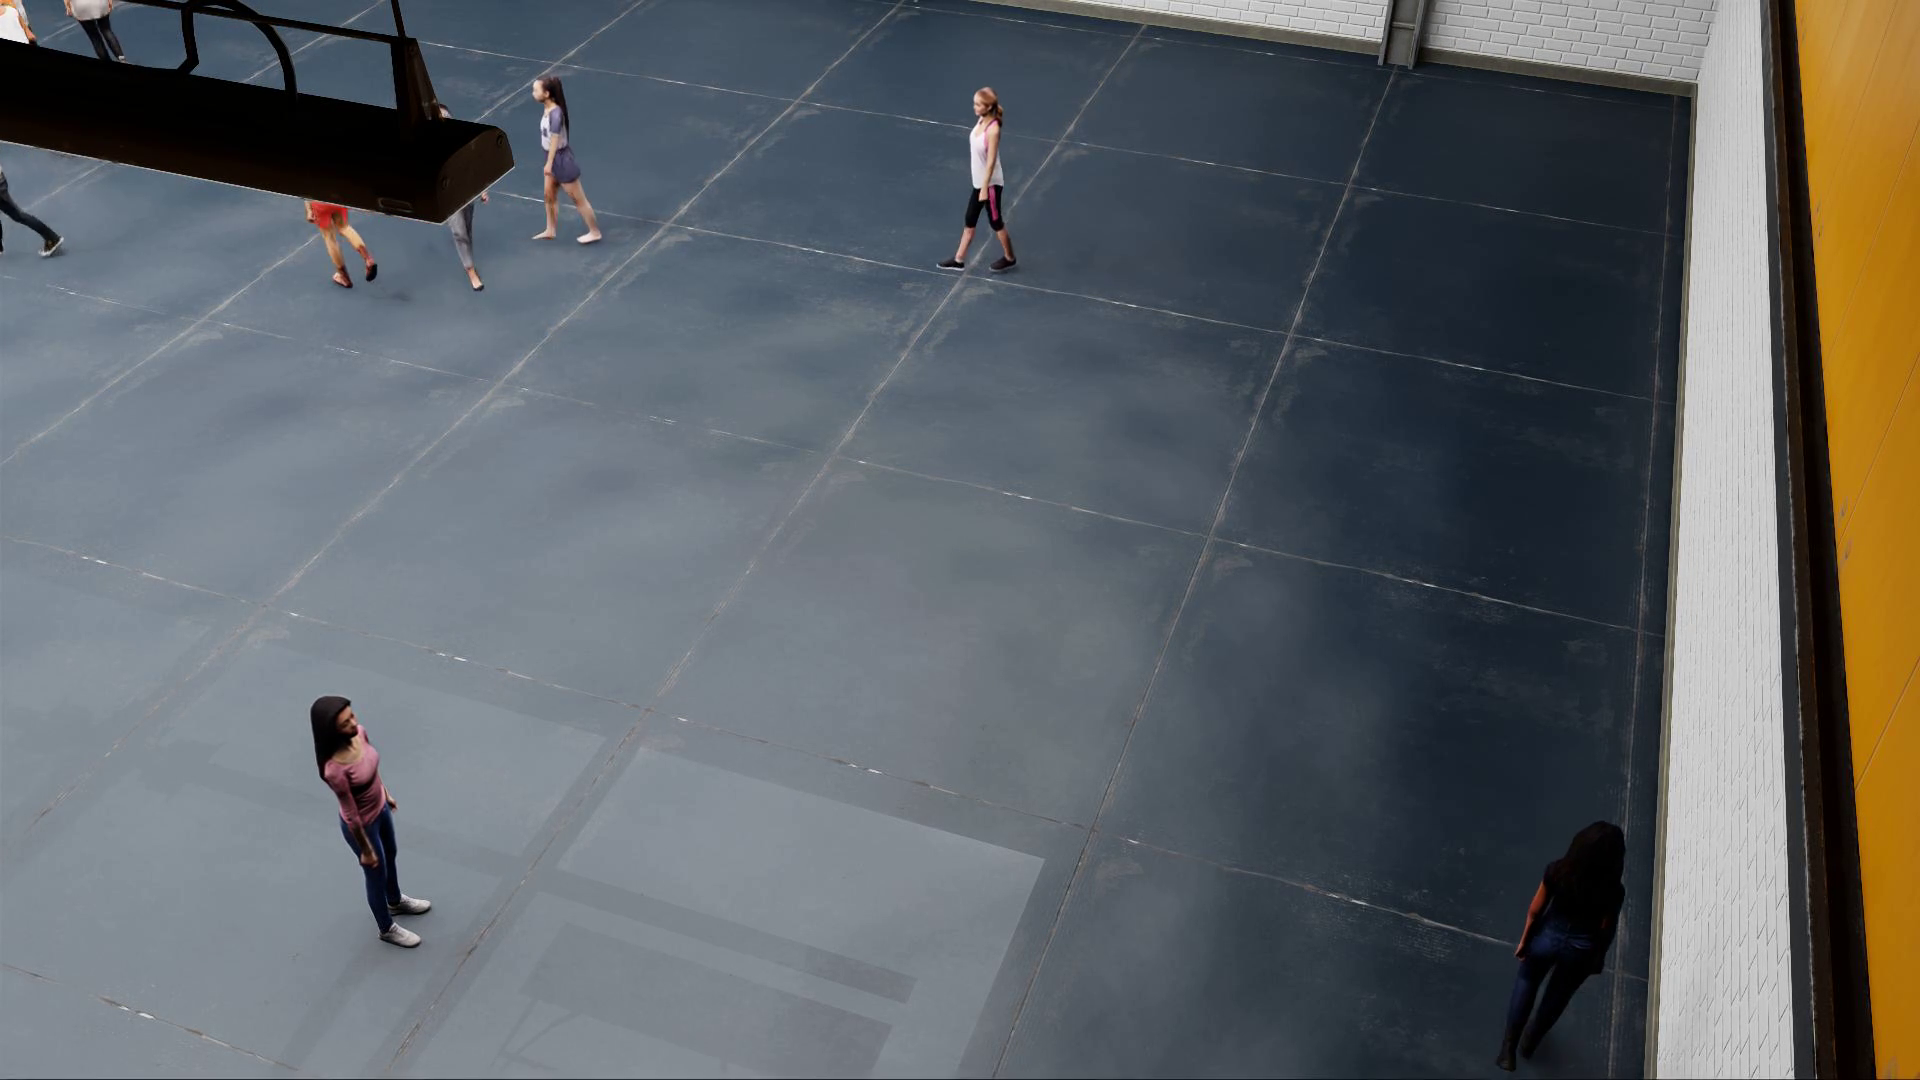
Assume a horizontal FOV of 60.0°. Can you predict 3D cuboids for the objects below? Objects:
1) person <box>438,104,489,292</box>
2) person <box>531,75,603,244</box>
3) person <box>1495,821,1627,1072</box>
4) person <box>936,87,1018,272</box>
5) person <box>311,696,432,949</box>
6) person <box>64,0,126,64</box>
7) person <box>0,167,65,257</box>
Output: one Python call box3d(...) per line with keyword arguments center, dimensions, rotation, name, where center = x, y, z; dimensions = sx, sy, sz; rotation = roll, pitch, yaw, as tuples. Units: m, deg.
box3d(center=(-4.468, -3.077, 14.663), dimensions=(0.923, 1.654, 1.039), rotation=(-24, 45, -27), name="person")
box3d(center=(-3.533, -3.446, 15.146), dimensions=(0.965, 1.626, 0.894), rotation=(-16, 41, -19), name="person")
box3d(center=(2.942, 2.068, 8.162), dimensions=(0.805, 1.725, 0.718), rotation=(21, 43, 24), name="person")
box3d(center=(0.323, -3.136, 14.654), dimensions=(1.087, 1.755, 0.960), rotation=(-9, 39, -11), name="person")
box3d(center=(-3.162, 1.483, 8.882), dimensions=(0.604, 1.742, 0.637), rotation=(2, 39, 2), name="person")
box3d(center=(-9.298, -5.713, 17.838), dimensions=(0.744, 1.810, 0.802), rotation=(-31, 48, -33), name="person")
box3d(center=(-8.622, -3.205, 14.988), dimensions=(1.068, 1.446, 0.940), rotation=(-12, 40, -15), name="person")
